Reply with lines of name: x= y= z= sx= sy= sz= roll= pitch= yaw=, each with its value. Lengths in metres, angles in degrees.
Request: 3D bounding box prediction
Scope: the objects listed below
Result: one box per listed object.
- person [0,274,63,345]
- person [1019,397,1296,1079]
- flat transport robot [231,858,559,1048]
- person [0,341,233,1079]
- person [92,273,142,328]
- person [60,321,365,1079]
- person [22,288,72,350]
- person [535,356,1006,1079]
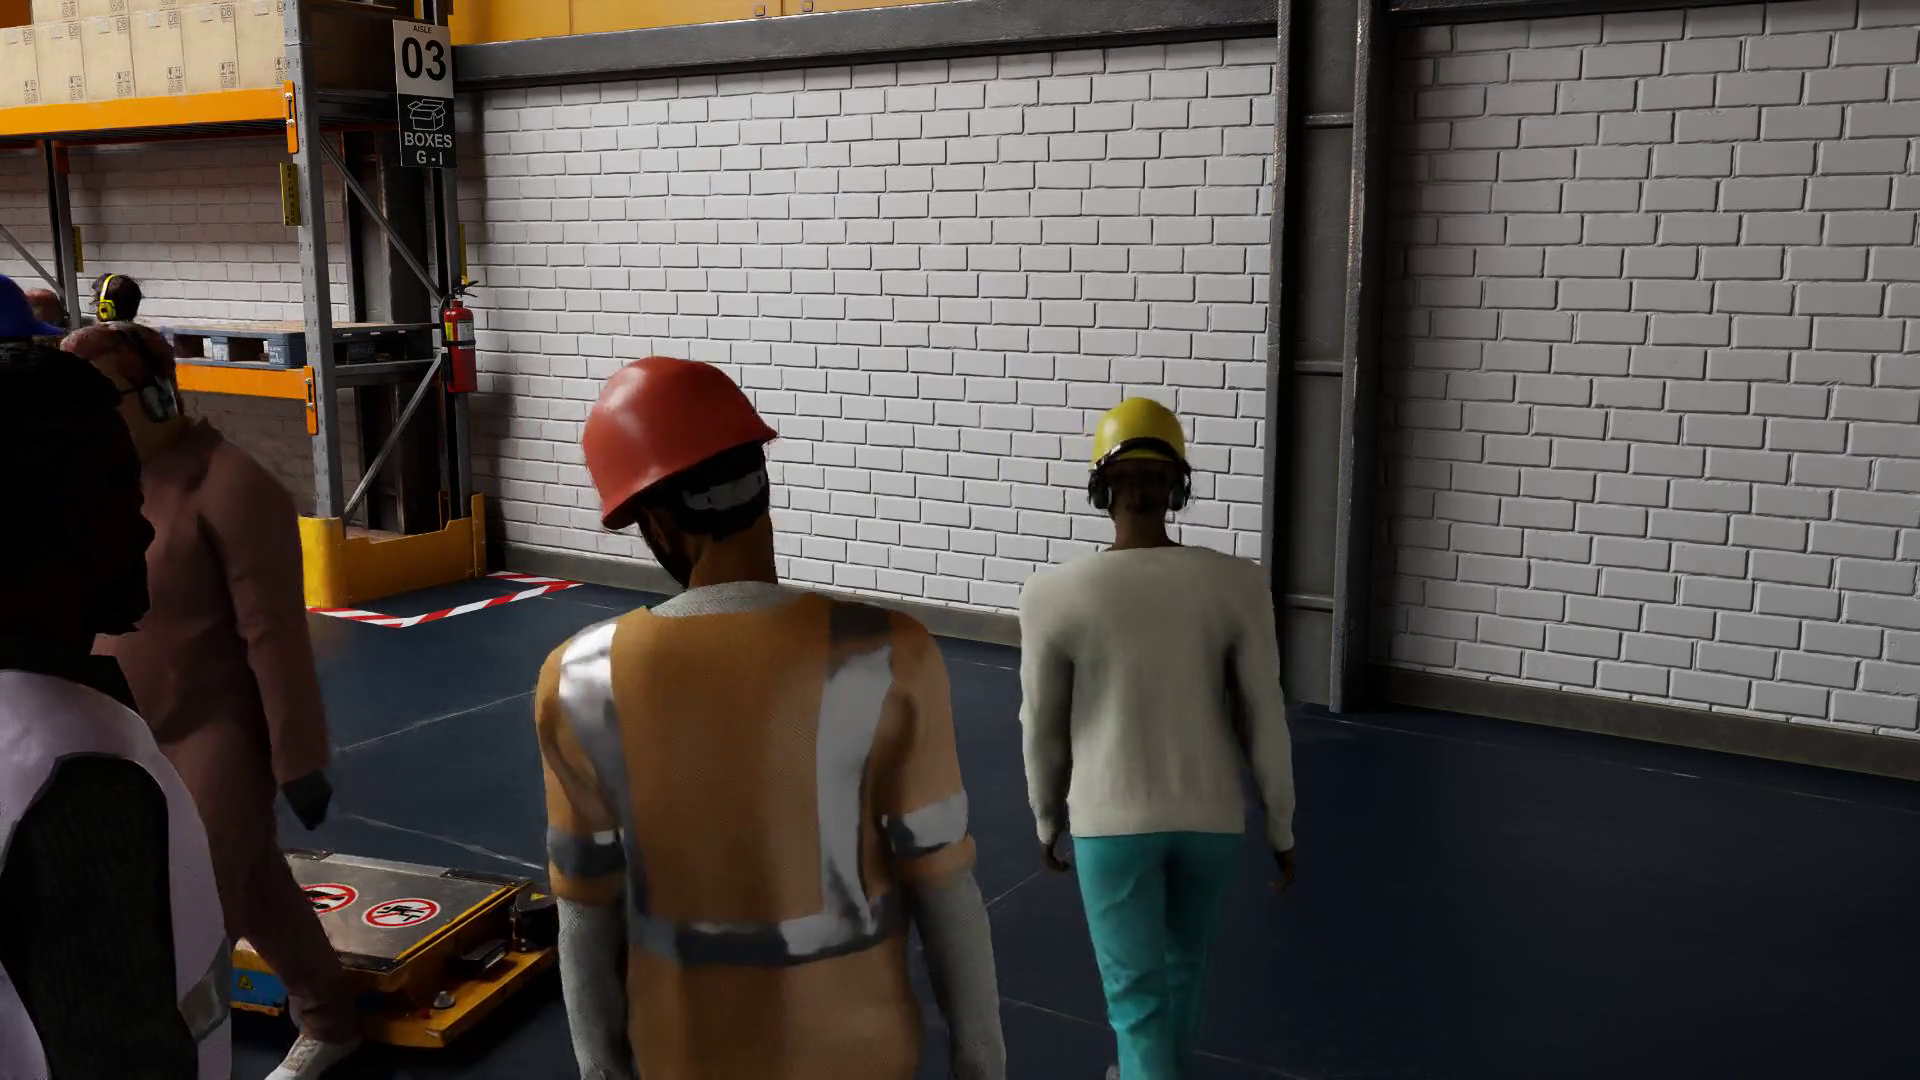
person: x=-2.388 y=0.309 z=4.168 sx=0.378 sy=1.950 sz=0.610 roll=-1 pitch=10 yaw=-7
person: x=0.399 y=0.572 z=3.379 sx=0.541 sy=1.705 sz=0.834 roll=-2 pitch=10 yaw=-10
flat transport robot: x=-1.850 y=1.075 z=4.581 sx=1.431 sy=0.197 sz=0.652 roll=3 pitch=11 yaw=17
person: x=-0.951 y=0.751 z=1.797 sx=0.596 sy=1.921 sz=0.381 roll=10 pitch=14 yaw=44
person: x=-4.183 y=-0.403 z=8.408 sx=0.407 sy=1.853 sz=0.551 roll=4 pitch=11 yaw=19
person: x=-1.724 y=0.447 z=3.698 sx=0.668 sy=1.855 sz=0.877 roll=7 pitch=12 yaw=35
person: x=-3.381 y=0.003 z=6.150 sx=1.007 sy=1.859 sz=0.669 roll=8 pitch=13 yaw=37
person: x=-0.251 y=0.708 z=2.165 sx=0.624 sy=1.874 sz=0.812 roll=2 pitch=10 yaw=9
